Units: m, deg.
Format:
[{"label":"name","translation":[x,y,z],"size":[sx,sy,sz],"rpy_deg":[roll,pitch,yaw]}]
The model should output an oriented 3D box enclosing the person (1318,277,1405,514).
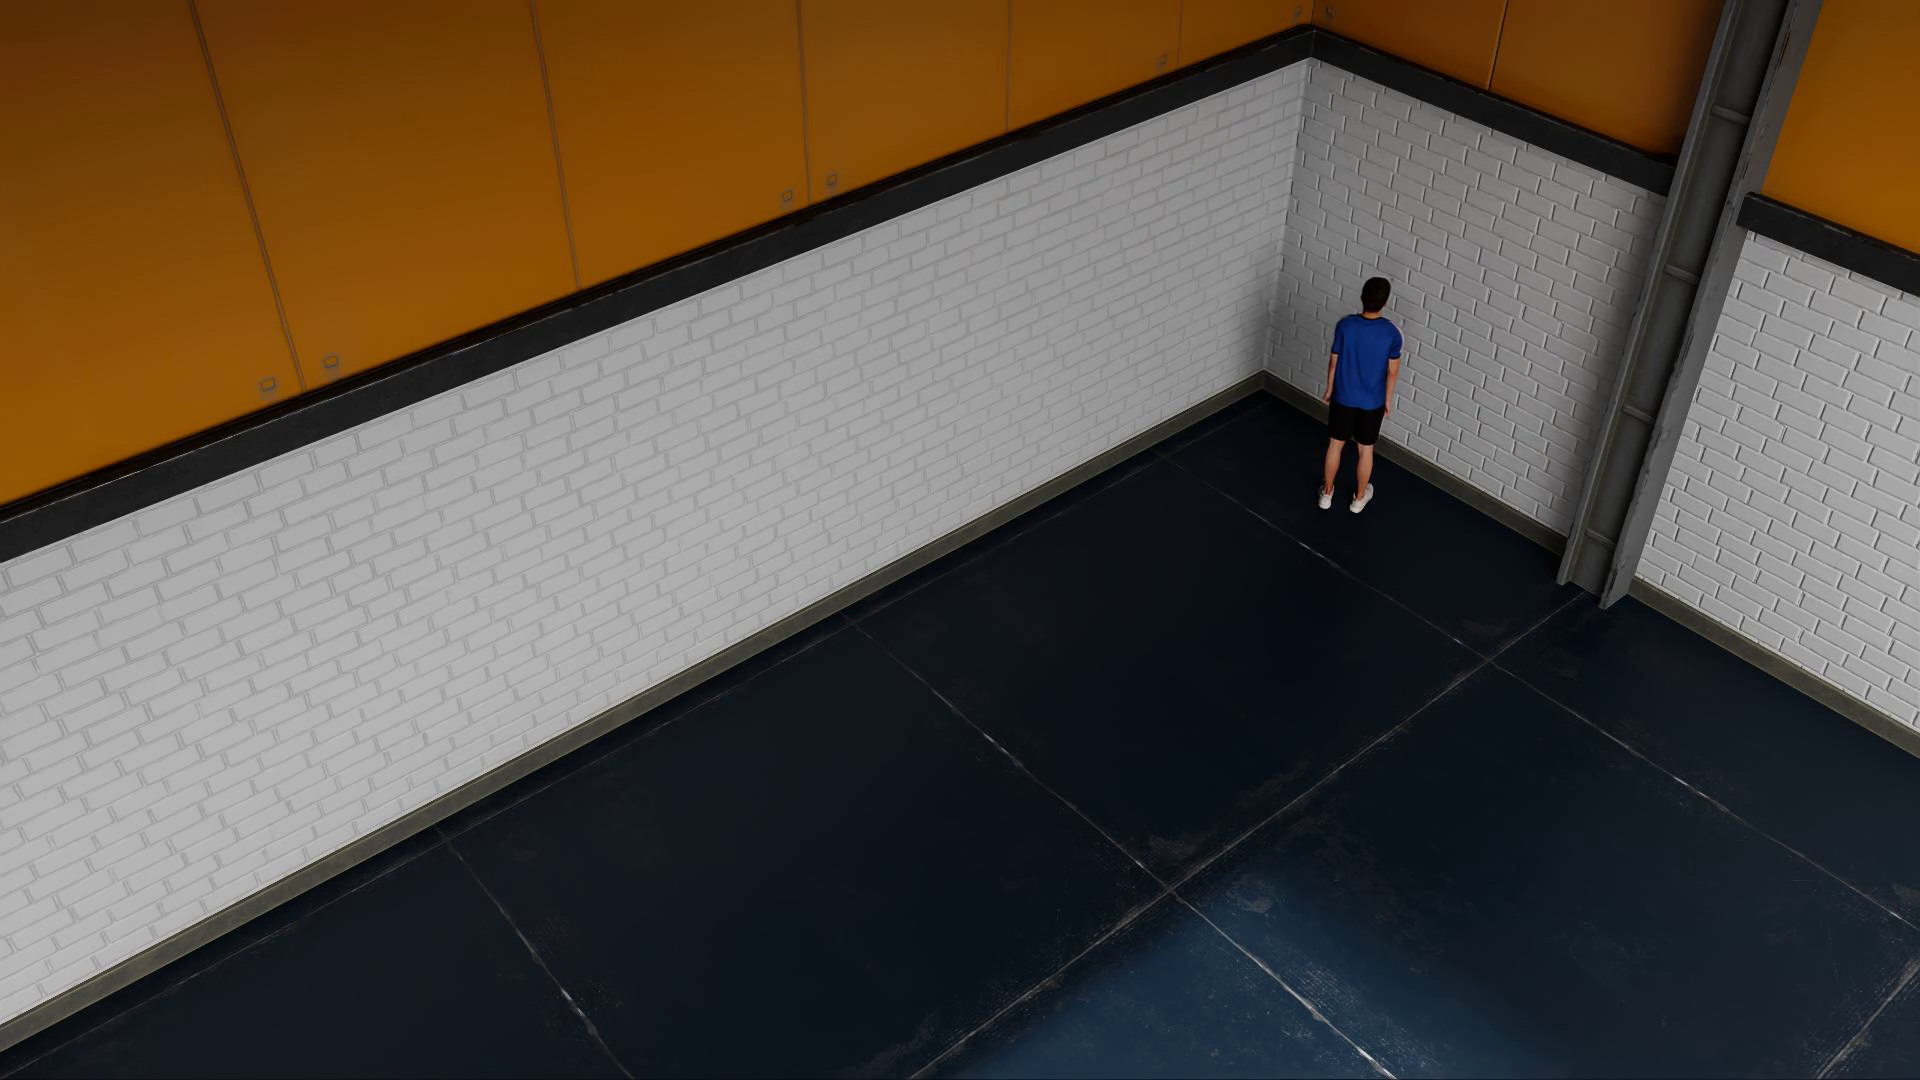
[{"label":"person","translation":[2.823,-1.030,11.794],"size":[0.698,1.865,0.797],"rpy_deg":[11,40,14]}]
